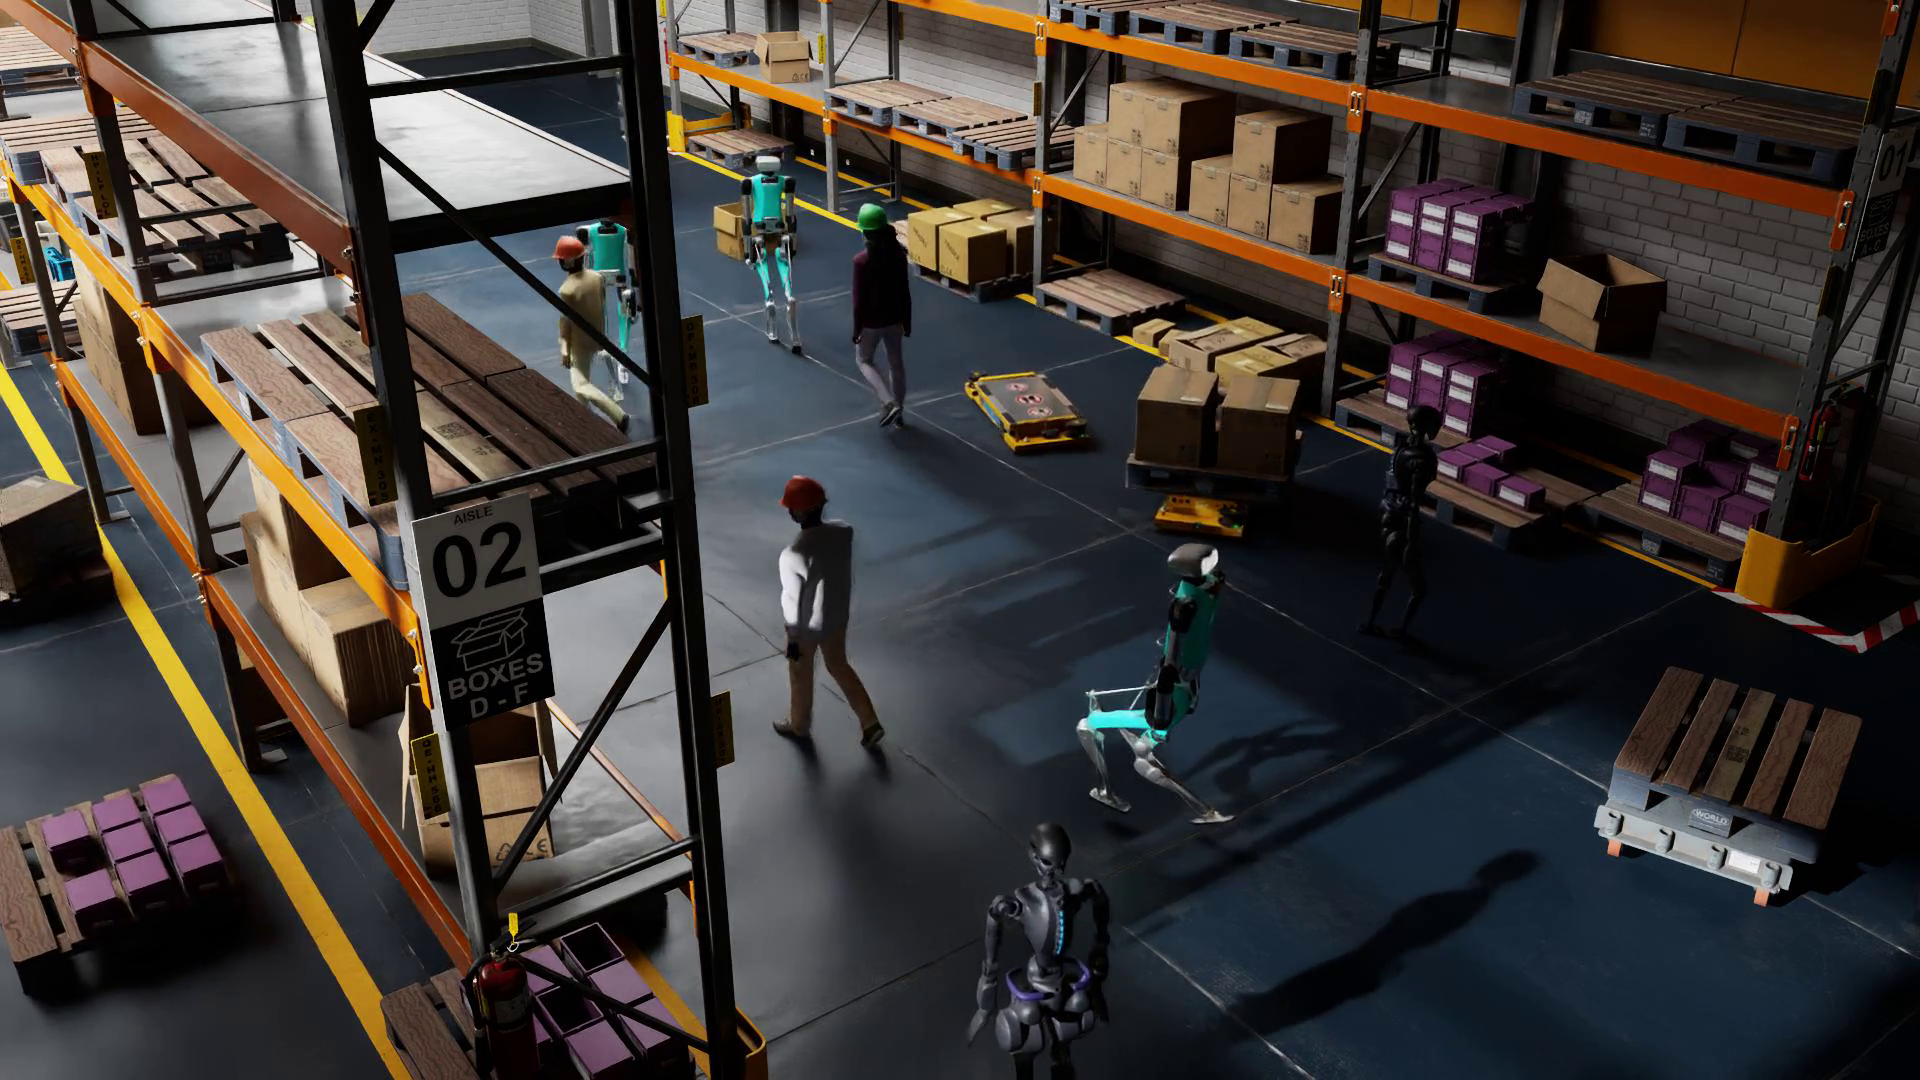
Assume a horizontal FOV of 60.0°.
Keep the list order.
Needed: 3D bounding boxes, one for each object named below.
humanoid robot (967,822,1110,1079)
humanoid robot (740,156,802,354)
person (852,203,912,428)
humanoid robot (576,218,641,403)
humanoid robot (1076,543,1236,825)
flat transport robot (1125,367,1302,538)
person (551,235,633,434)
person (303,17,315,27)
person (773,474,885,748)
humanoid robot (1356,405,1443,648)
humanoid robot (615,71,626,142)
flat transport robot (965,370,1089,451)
[{"bbox_3d":[0.333,1.875,6.700,0.609,1.644,0.350,-10,28,-19],"label":"humanoid robot"},{"bbox_3d":[-1.704,-2.606,15.608,0.559,1.837,0.900,-10,28,-18],"label":"humanoid robot"},{"bbox_3d":[-0.639,-1.819,13.745,0.541,1.939,0.480,-14,30,-26],"label":"person"},{"bbox_3d":[-2.973,-1.962,14.298,0.552,1.747,1.046,-6,27,-12],"label":"humanoid robot"},{"bbox_3d":[0.998,0.787,8.798,1.030,1.732,0.549,14,30,25],"label":"humanoid robot"},{"bbox_3d":[1.955,-0.430,12.842,0.659,0.231,1.431,8,28,15],"label":"flat transport robot"},{"bbox_3d":[-3.067,-1.647,13.638,0.731,1.725,0.568,8,28,16],"label":"person"},{"bbox_3d":[-8.464,-5.929,21.983,0.610,1.876,0.953,21,33,35],"label":"person"},{"bbox_3d":[-0.789,0.440,9.483,0.674,1.734,0.568,21,33,35],"label":"person"},{"bbox_3d":[2.846,-0.102,10.626,0.433,1.647,0.590,4,27,8],"label":"humanoid robot"},{"bbox_3d":[-3.820,-4.900,20.209,0.542,1.896,0.703,-11,29,-21],"label":"humanoid robot"},{"bbox_3d":[0.558,-1.132,14.239,0.659,0.231,1.431,-8,28,-15],"label":"flat transport robot"}]
